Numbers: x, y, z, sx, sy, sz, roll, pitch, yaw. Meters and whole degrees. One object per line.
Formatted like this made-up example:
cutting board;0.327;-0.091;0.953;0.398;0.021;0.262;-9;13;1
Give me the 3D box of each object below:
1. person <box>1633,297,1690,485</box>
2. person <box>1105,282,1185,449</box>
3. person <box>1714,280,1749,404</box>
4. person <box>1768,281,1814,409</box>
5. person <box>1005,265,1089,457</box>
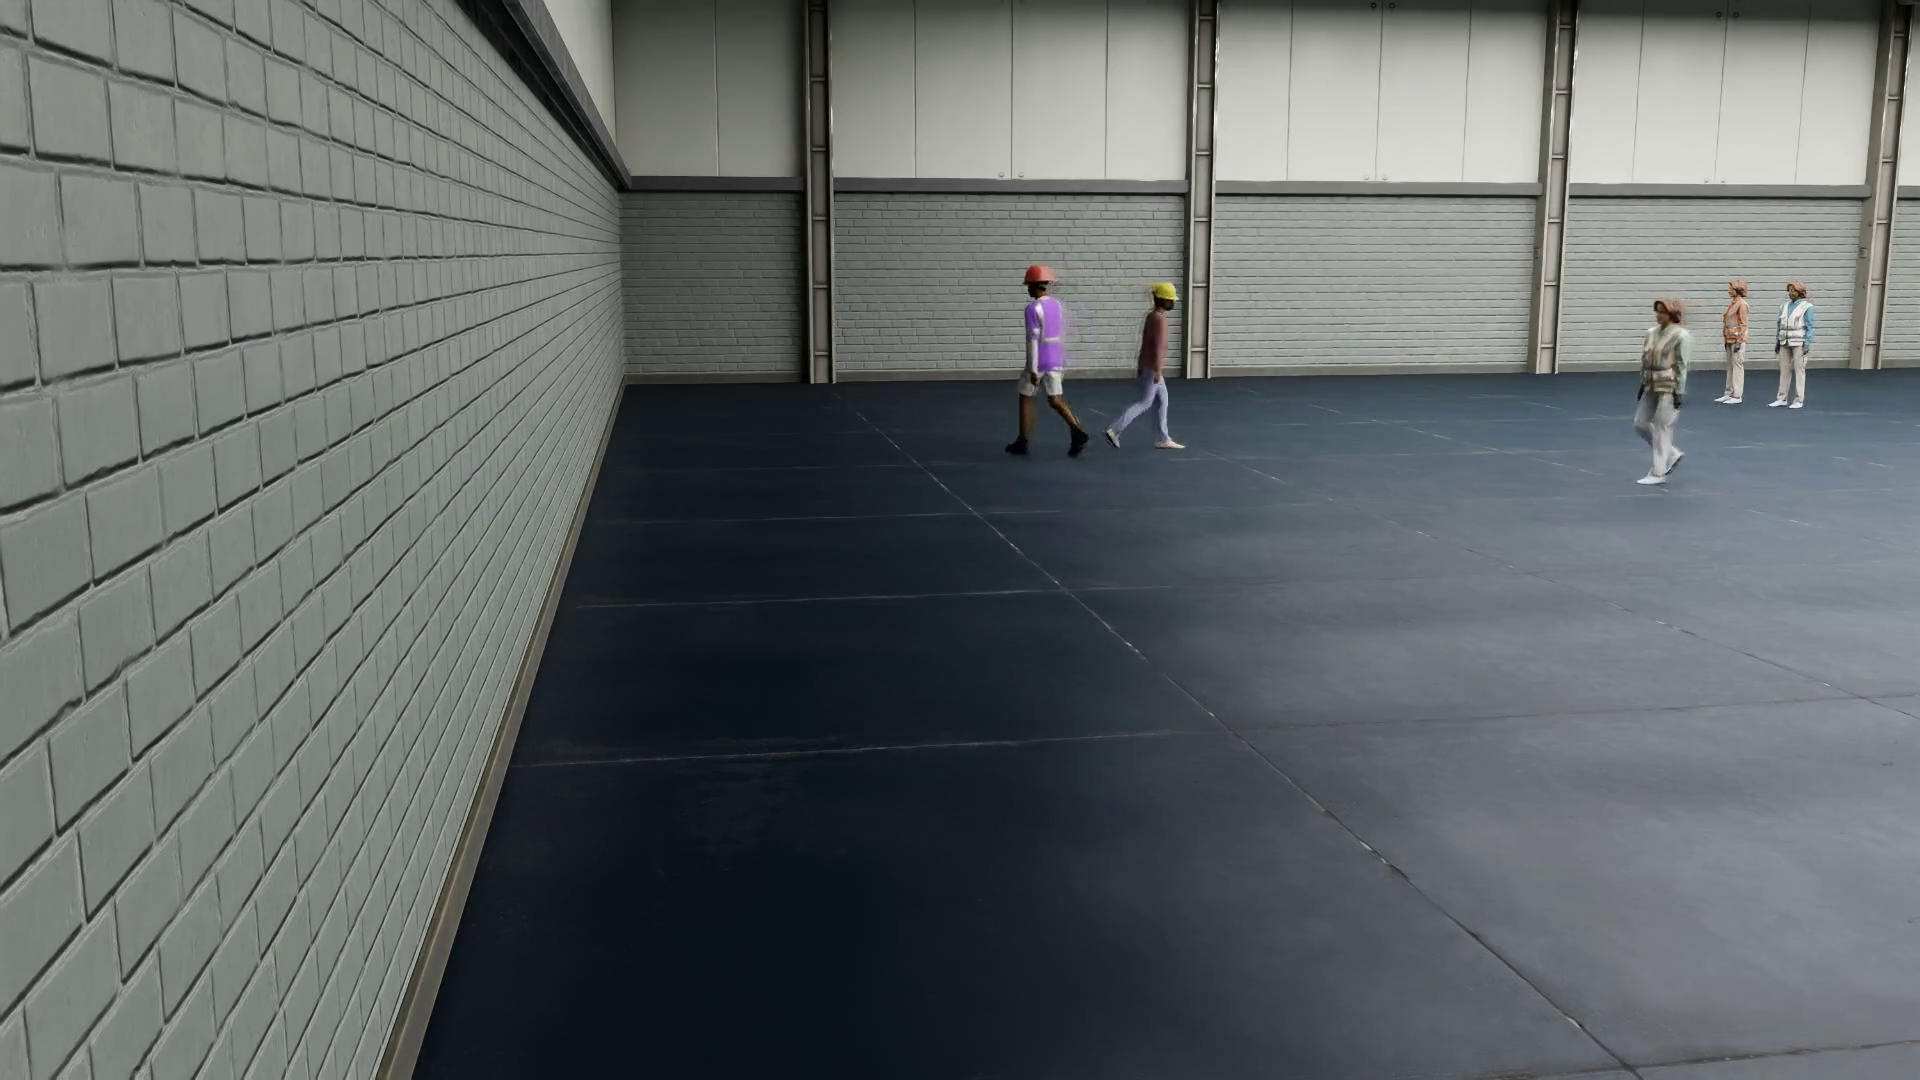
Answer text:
person;6.116;-1.290;14.437;0.436;1.626;0.530;-3;10;-16
person;1.881;-1.764;16.913;0.800;1.725;0.563;-1;10;-4
person;10.307;-2.629;22.125;0.311;1.642;0.512;1;10;8
person;10.754;-2.513;21.467;0.310;1.638;0.523;-4;11;-21
person;0.862;-1.759;16.393;0.535;1.902;0.909;-9;13;-43
